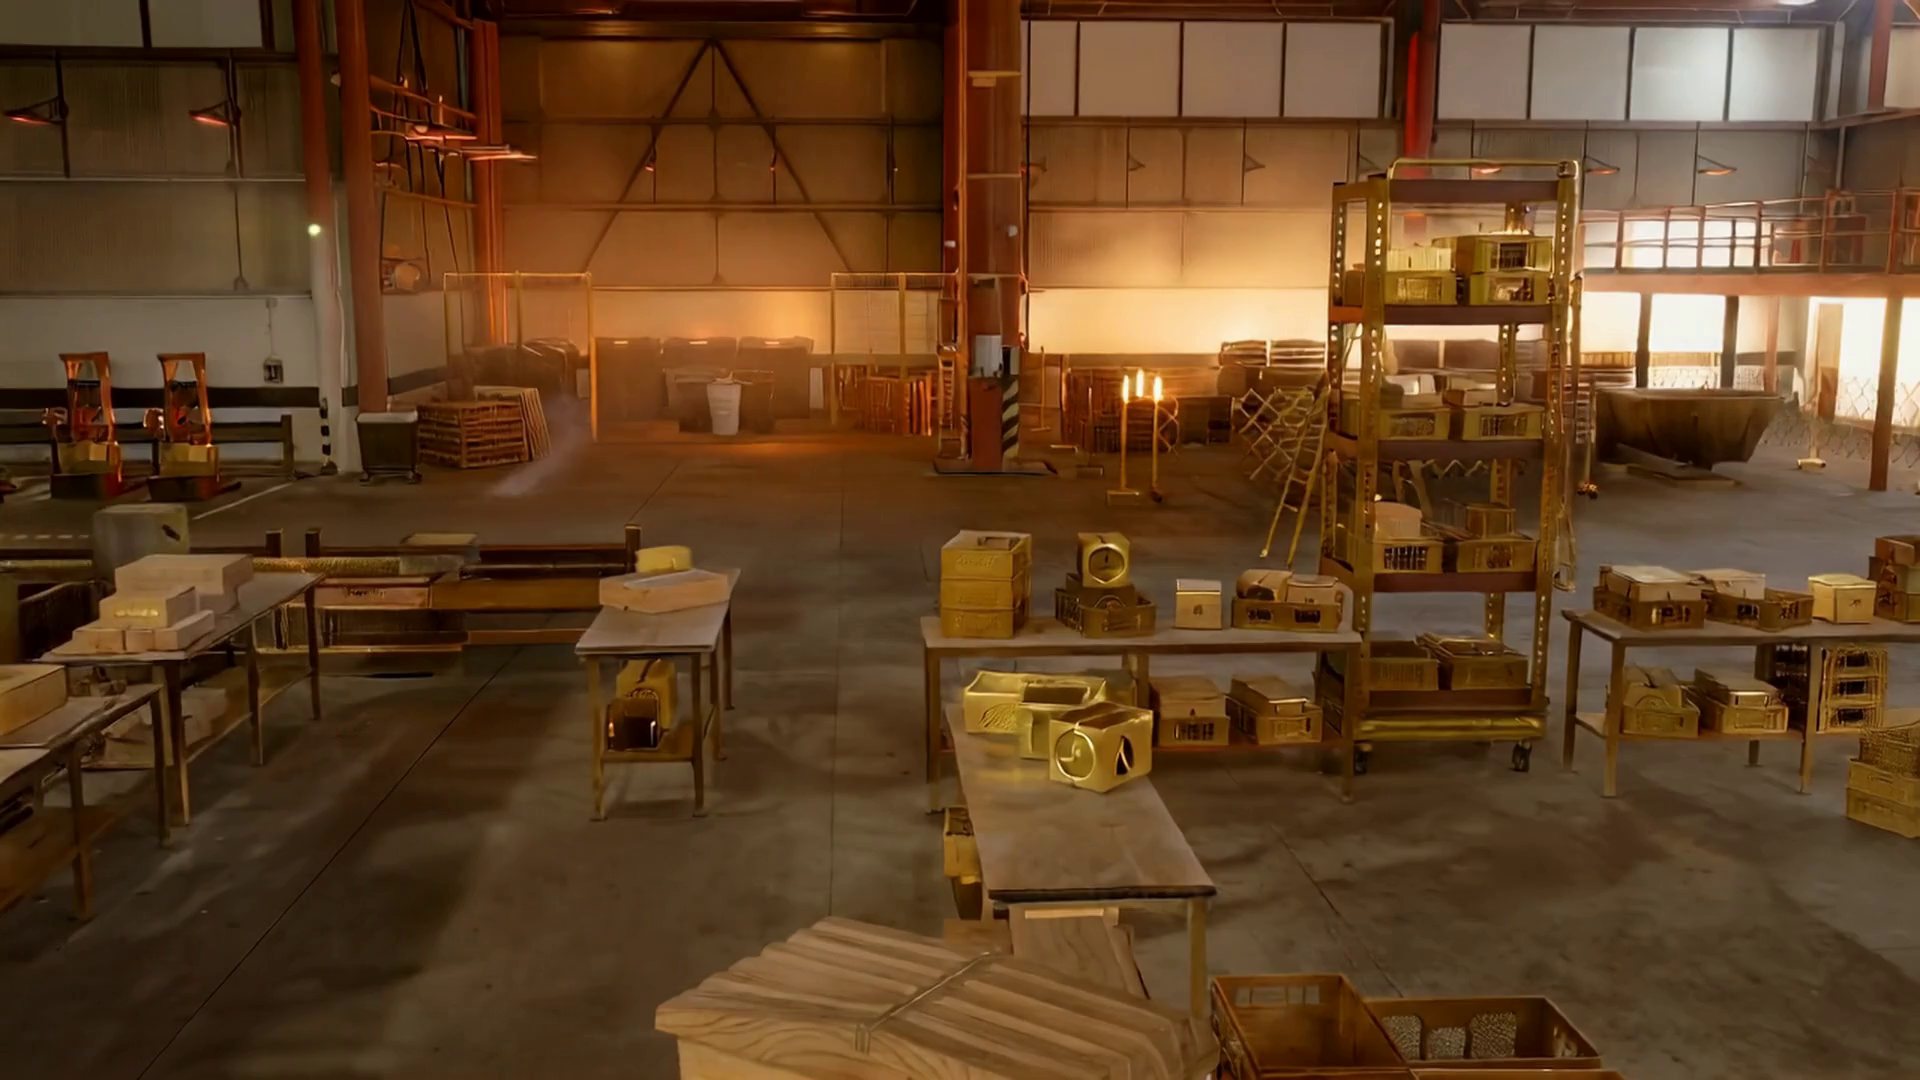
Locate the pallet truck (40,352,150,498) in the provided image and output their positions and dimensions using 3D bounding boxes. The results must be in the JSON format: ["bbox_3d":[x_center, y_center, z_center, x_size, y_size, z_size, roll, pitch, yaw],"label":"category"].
[{"bbox_3d":[-11.907,-1.642,23.165,0.823,1.965,1.885,0,9,0],"label":"pallet truck"}]

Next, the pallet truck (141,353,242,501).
[{"bbox_3d":[-10.520,-1.604,22.925,0.823,1.965,1.885,-1,9,-6],"label":"pallet truck"}]

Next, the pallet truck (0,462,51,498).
[{"bbox_3d":[-13.193,-1.293,23.148,0.653,1.274,1.630,-1,9,-4],"label":"pallet truck"}]
